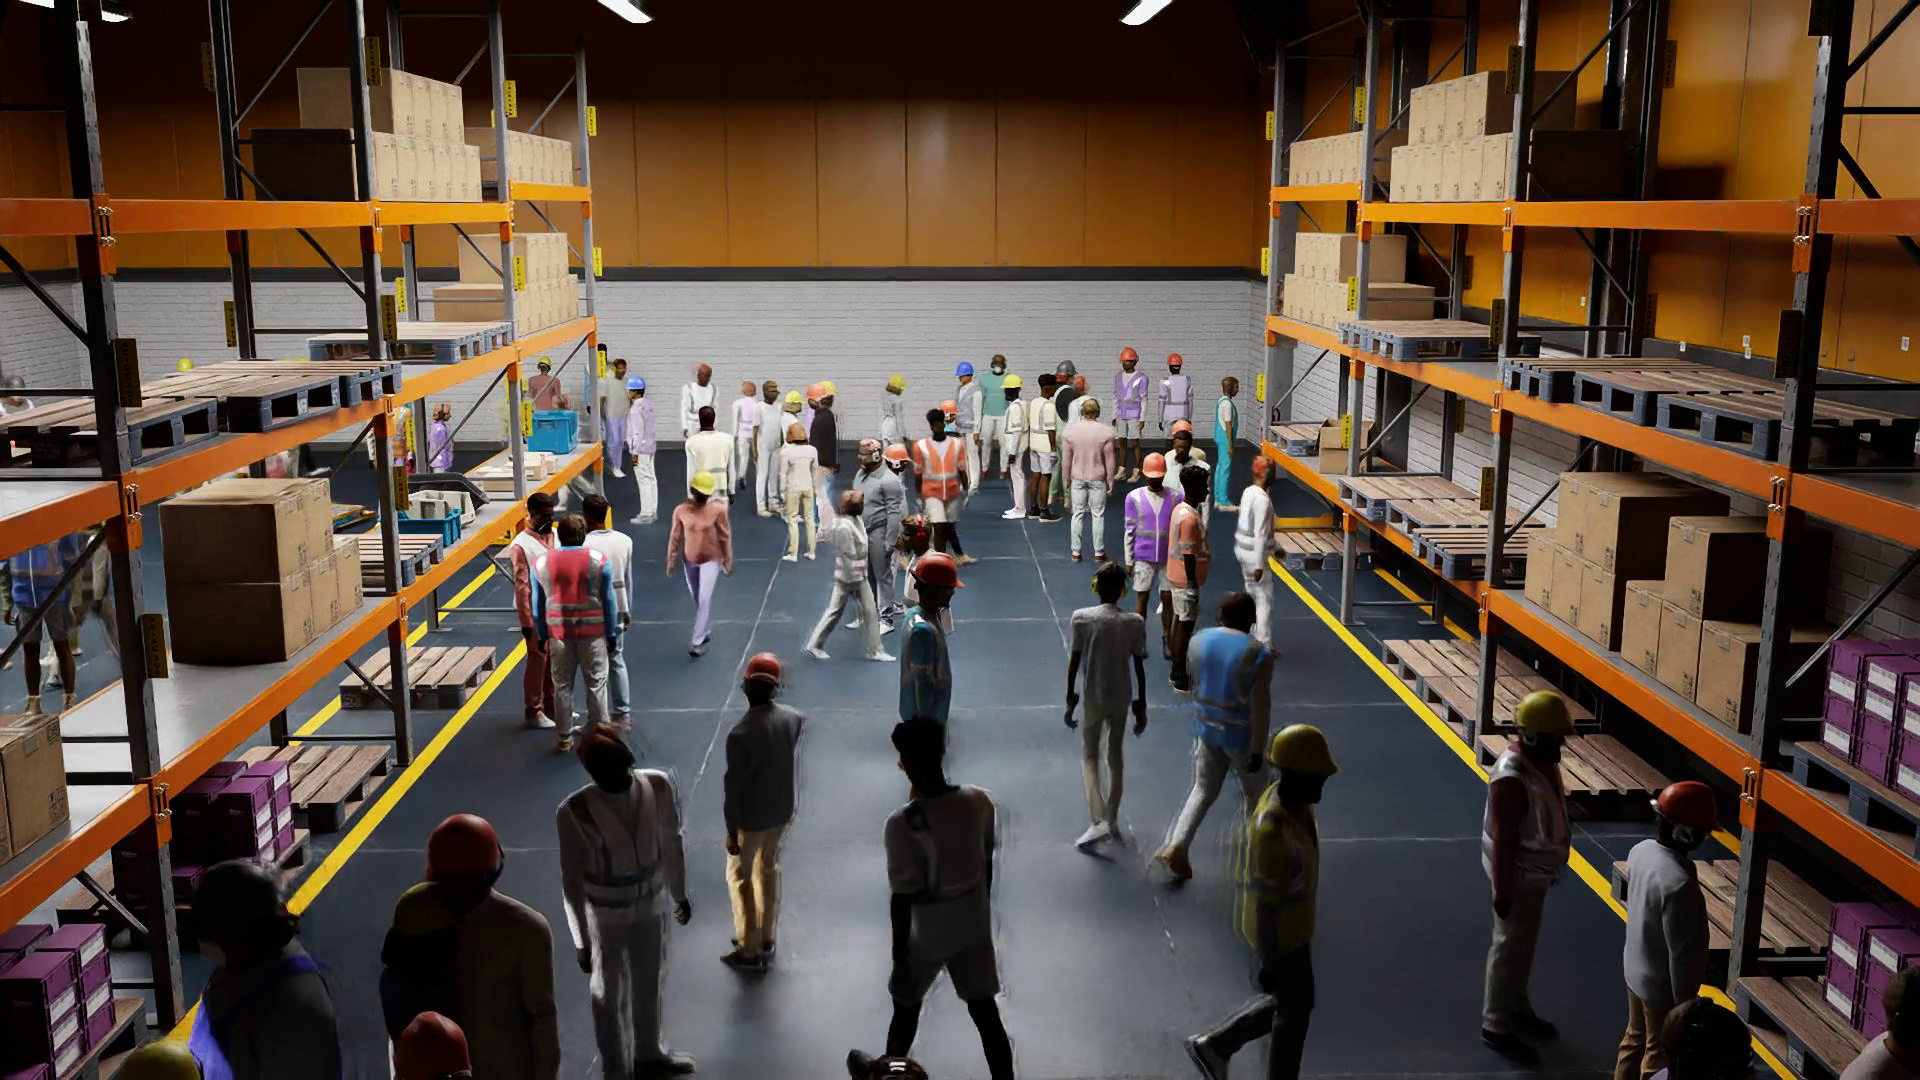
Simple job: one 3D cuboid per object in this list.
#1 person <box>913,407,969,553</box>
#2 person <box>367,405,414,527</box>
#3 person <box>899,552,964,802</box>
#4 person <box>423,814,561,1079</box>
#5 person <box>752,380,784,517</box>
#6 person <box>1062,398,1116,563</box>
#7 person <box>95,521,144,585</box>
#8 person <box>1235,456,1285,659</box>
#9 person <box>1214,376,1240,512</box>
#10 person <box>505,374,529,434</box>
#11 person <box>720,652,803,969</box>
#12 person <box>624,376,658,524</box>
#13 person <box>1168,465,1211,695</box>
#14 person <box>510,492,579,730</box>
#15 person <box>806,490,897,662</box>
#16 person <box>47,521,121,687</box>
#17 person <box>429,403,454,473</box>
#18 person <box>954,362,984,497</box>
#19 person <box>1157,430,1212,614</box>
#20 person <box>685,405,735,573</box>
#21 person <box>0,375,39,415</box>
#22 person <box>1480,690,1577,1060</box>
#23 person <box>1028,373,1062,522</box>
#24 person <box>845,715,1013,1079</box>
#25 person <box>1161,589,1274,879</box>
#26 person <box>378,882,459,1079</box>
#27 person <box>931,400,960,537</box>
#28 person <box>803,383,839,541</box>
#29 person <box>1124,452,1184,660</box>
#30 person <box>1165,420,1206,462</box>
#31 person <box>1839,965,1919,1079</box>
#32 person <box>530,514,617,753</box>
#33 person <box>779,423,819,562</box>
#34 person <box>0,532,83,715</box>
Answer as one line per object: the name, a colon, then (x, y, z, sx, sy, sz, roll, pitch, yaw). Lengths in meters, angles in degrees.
person: (-0.230, -0.545, 18.693, 0.620, 1.930, 0.868, -3, 12, -15)
person: (-7.356, -1.109, 21.493, 0.586, 1.921, 0.383, -1, 11, -6)
person: (-0.175, 1.074, 10.284, 0.405, 2.032, 0.610, 0, 11, -1)
person: (-1.761, 1.935, 6.078, 0.620, 1.986, 0.410, 3, 12, 16)
person: (-2.559, -1.226, 22.303, 0.349, 1.839, 0.511, 10, 15, 41)
person: (1.502, -0.689, 19.346, 0.635, 1.939, 0.367, 3, 12, 15)
person: (-9.229, -0.209, 17.799, 0.520, 1.601, 0.746, 3, 12, 17)
person: (2.787, 0.155, 15.305, 0.481, 1.867, 0.565, -2, 11, -9)
person: (3.651, -1.316, 22.726, 0.345, 1.845, 0.508, -1, 11, -4)
person: (-6.732, -1.768, 25.248, 0.295, 1.744, 0.484, 5, 12, 25)
person: (-1.115, 1.466, 9.089, 0.391, 1.724, 0.599, 8, 14, 34)
person: (-4.174, -1.178, 21.774, 0.406, 1.947, 0.607, 2, 11, 8)
person: (1.953, 0.329, 14.171, 0.364, 1.965, 0.610, 0, 11, 1)
person: (-3.336, 0.554, 13.198, 0.396, 1.908, 0.599, 3, 12, 17)
person: (-1.028, 0.327, 15.101, 0.835, 1.601, 0.527, 3, 12, 17)
person: (-7.538, 0.470, 14.398, 0.513, 1.593, 0.873, 6, 13, 29)
person: (-6.668, -0.950, 21.433, 0.313, 1.631, 0.525, -5, 12, -25)
person: (0.102, -1.596, 23.901, 0.416, 1.939, 0.605, -7, 13, -31)
person: (2.252, -0.181, 16.883, 0.592, 1.911, 0.390, 4, 12, 17)
person: (-2.796, -0.551, 18.711, 0.597, 1.914, 0.372, -7, 13, -33)
person: (-12.296, -1.198, 21.638, 0.688, 2.000, 1.028, -10, 15, -42)
person: (2.763, 1.607, 8.127, 0.403, 1.827, 0.607, 8, 14, 34)
person: (1.111, -1.227, 21.968, 0.366, 1.964, 0.610, -5, 12, -24)
person: (-0.100, 1.709, 7.412, 0.708, 1.896, 1.026, -9, 15, -39)
person: (1.610, 1.208, 10.190, 0.639, 1.811, 0.788, 10, 15, 40)
person: (-1.904, 2.072, 6.025, 0.322, 1.737, 0.489, -8, 14, -36)
person: (-0.176, -0.895, 20.879, 0.348, 1.740, 0.574, -4, 12, -18)
person: (-1.732, -0.956, 20.557, 0.429, 1.979, 0.628, 2, 11, 9)
person: (1.775, 0.149, 15.188, 0.549, 1.925, 0.384, 0, 11, -1)
person: (2.507, -0.486, 18.821, 0.566, 1.743, 0.359, -6, 13, -27)
person: (2.770, 2.171, 5.001, 0.354, 1.937, 0.635, 11, 15, 43)
person: (-2.899, 0.710, 12.592, 0.620, 1.837, 0.430, 0, 11, -1)
person: (-1.884, -0.559, 19.482, 0.509, 1.626, 0.279, -7, 14, -33)
person: (-7.312, 0.479, 13.232, 0.609, 2.040, 0.394, -2, 11, -10)
